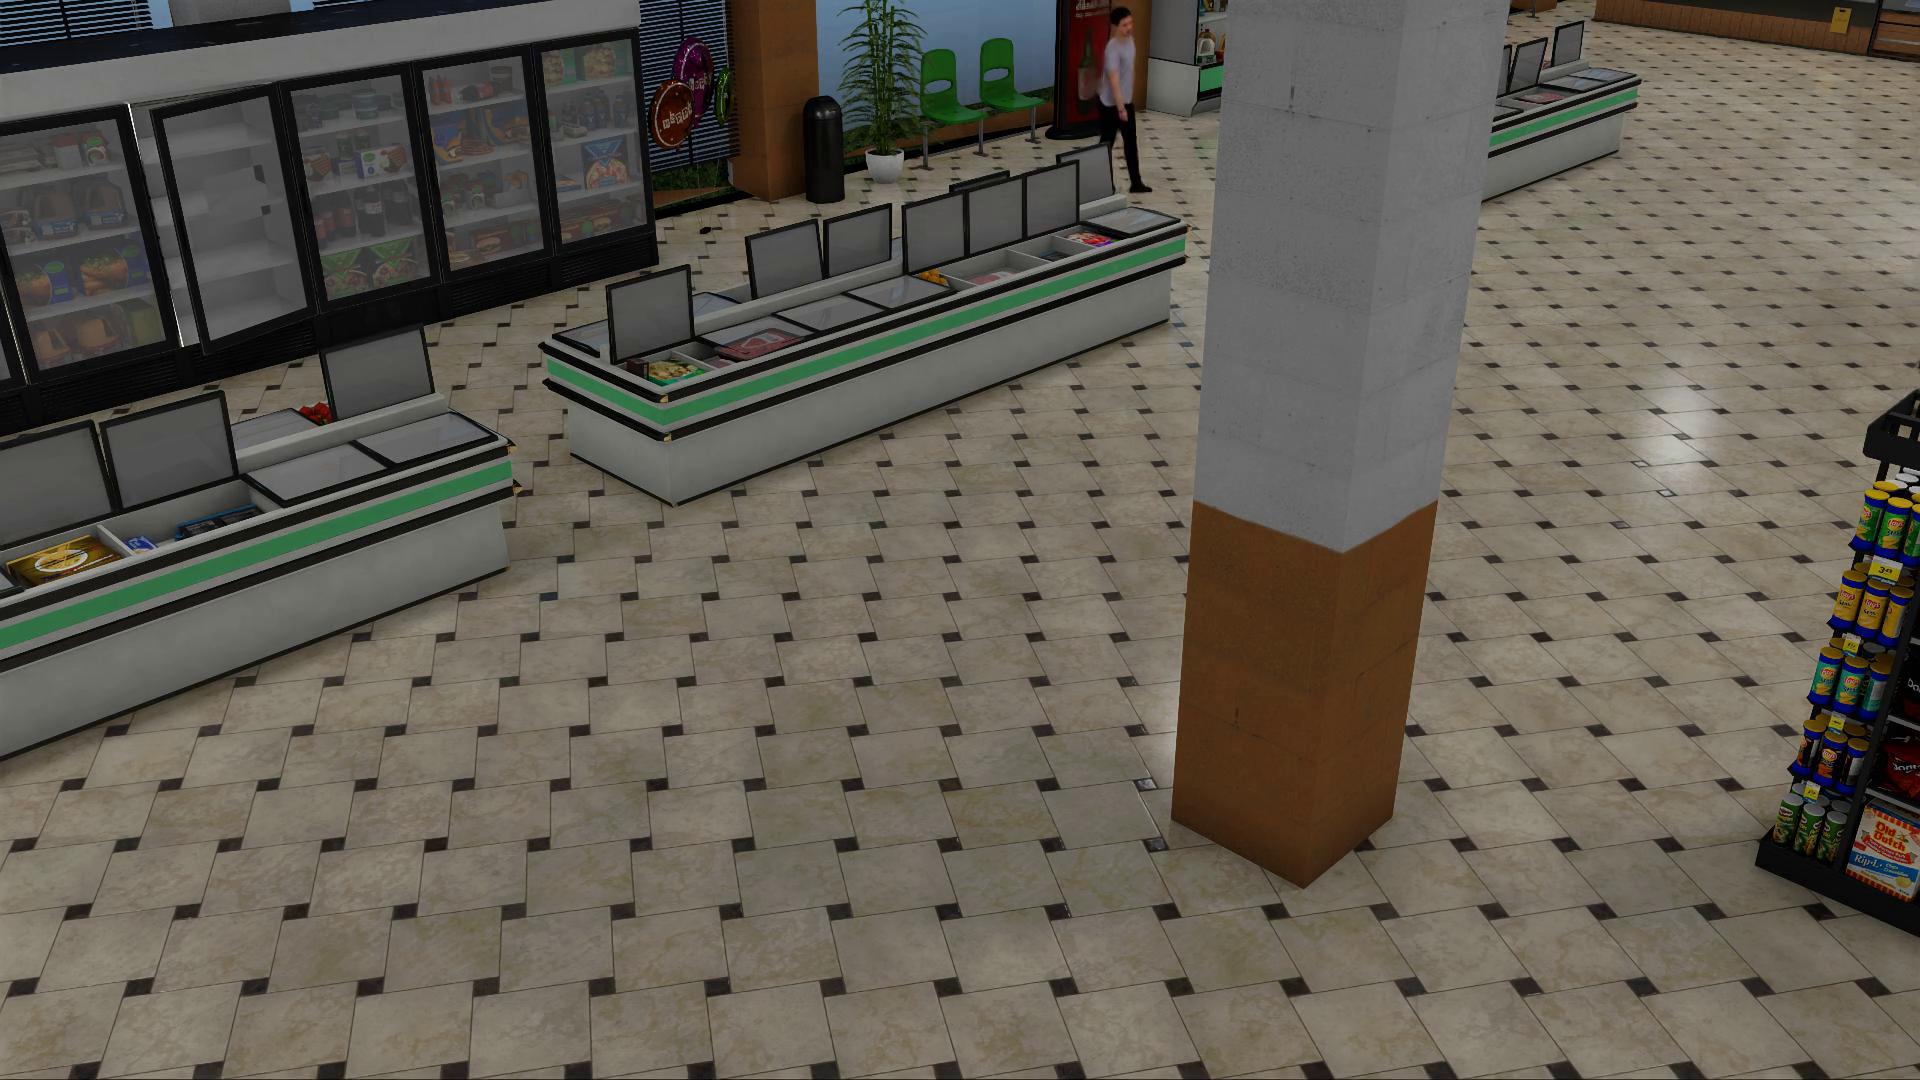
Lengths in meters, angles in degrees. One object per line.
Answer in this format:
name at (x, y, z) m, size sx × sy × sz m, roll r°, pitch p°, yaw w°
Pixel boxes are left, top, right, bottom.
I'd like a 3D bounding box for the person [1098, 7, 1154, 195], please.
person at (1.455, -4.184, 16.066) m, size 0.921 × 1.731 × 0.975 m, roll 13°, pitch 29°, yaw 23°
